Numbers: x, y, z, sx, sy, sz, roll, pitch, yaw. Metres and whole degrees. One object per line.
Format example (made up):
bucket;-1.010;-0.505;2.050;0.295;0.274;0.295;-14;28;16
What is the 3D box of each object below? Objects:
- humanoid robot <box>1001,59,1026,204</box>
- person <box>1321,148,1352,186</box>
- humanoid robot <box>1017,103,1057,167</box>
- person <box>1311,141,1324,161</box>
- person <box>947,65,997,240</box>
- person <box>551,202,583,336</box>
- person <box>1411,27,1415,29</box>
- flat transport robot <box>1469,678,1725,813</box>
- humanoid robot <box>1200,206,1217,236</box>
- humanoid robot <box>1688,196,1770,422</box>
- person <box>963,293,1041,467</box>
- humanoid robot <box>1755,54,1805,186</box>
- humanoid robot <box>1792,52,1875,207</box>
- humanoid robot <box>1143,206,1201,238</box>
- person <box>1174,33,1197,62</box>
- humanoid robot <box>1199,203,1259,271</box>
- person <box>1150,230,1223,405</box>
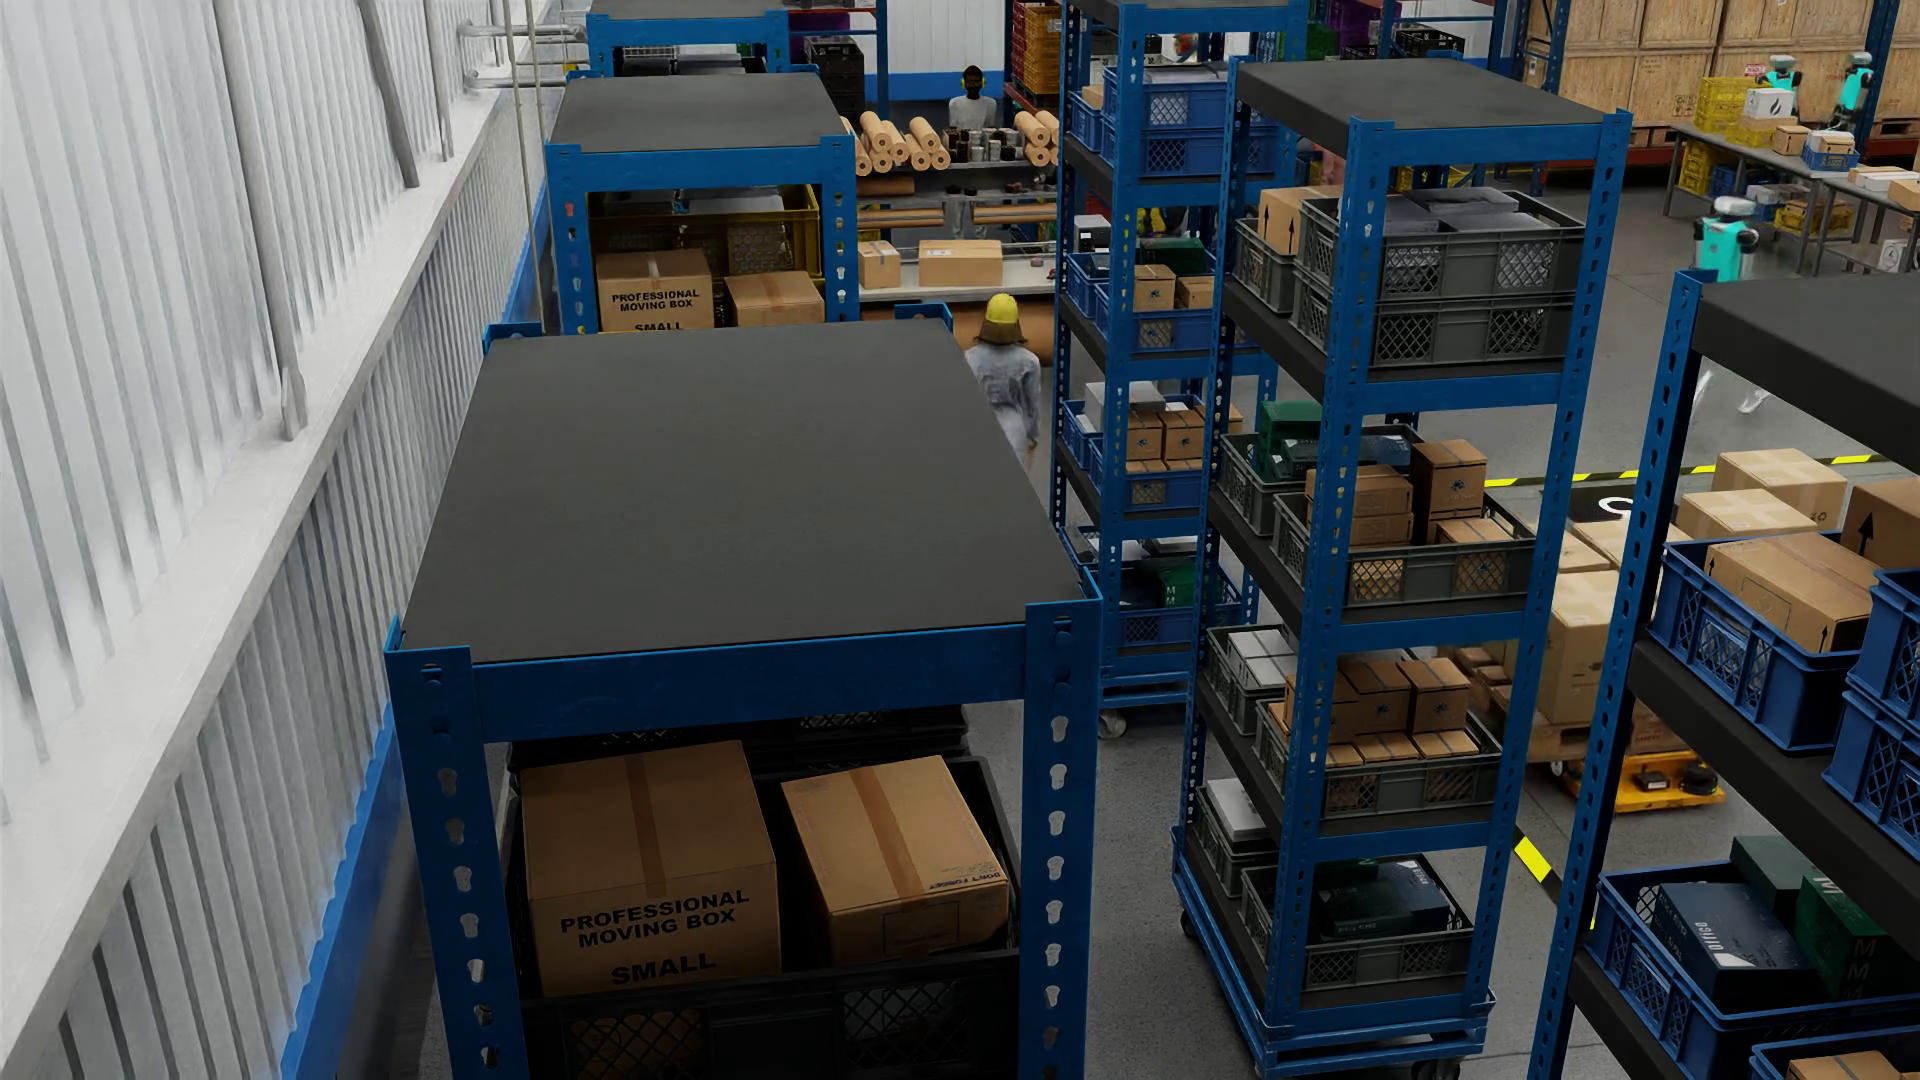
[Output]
humanoid robot;0.493;-4.425;18.119;0.666;1.762;0.538;-5;25;-11
person;3.466;-3.095;15.233;0.324;1.766;0.532;20;31;37
humanoid robot;0.814;-4.249;17.831;0.659;1.851;0.534;-7;26;-14
person;4.228;-5.047;19.302;0.589;1.915;0.393;-20;31;-36
person;0.121;-3.785;16.609;0.506;1.872;0.329;-4;25;-8
person;-2.472;-1.377;11.179;0.612;2.044;0.378;9;26;20
person;5.179;-5.001;19.305;0.644;1.836;0.429;-9;26;-19
flat transport robot;3.143;0.883;8.346;0.652;0.197;1.431;-4;25;-8
humanoid robot;2.602;-3.942;17.196;0.611;1.624;0.542;5;25;10
humanoid robot;5.766;-1.675;12.270;1.047;1.787;0.531;-11;27;-23
person;0.234;-0.659;9.992;0.501;1.709;0.783;1;25;2
humanoid robot;8.758;-4.150;17.699;0.568;1.901;0.755;-6;25;-13
humanoid robot;9.447;-4.451;18.264;1.013;1.762;0.532;2;25;4
humanoid robot;1.758;-2.376;13.765;0.601;1.650;0.354;18;30;34
person;2.580;-4.963;19.266;0.950;1.790;0.577;8;26;17
humanoid robot;2.162;-2.214;13.412;0.589;1.651;0.324;17;30;32
person;1.472;-1.109;10.815;0.597;1.850;0.395;-3;25;-6
